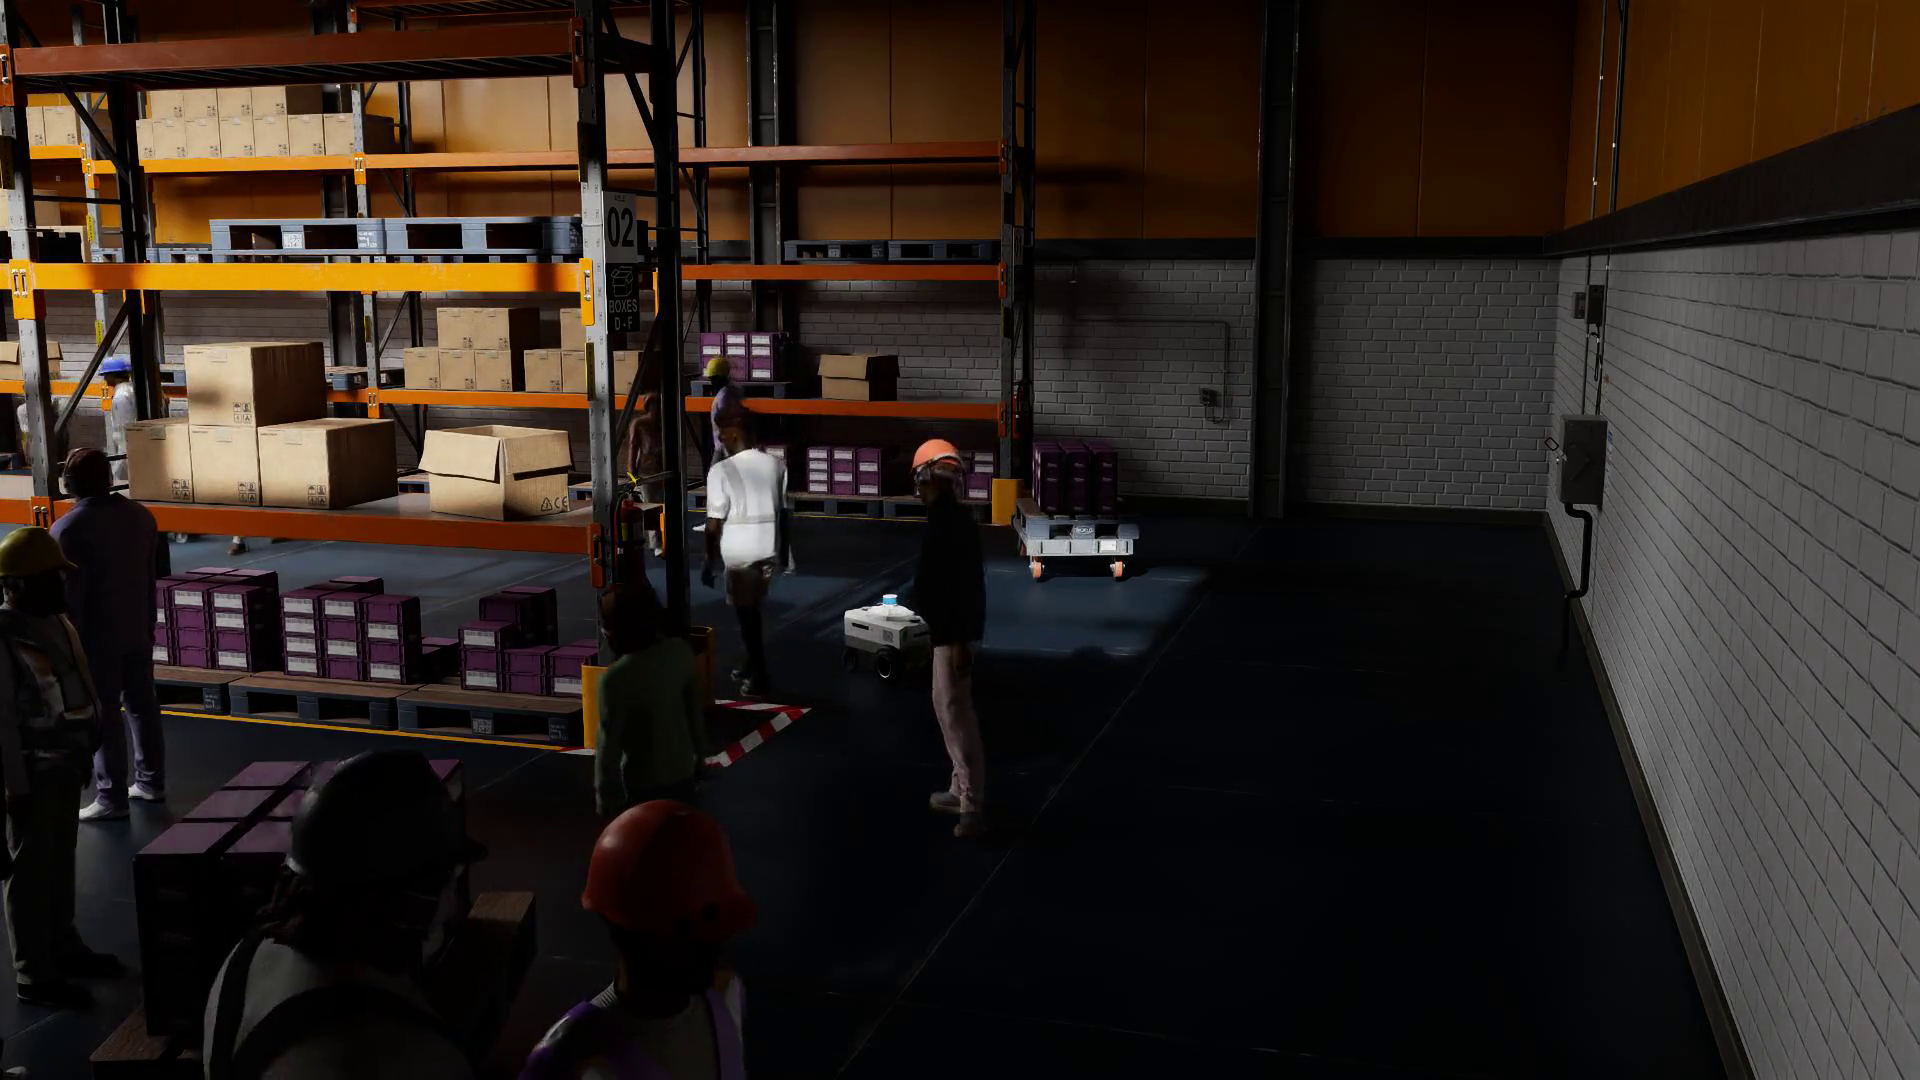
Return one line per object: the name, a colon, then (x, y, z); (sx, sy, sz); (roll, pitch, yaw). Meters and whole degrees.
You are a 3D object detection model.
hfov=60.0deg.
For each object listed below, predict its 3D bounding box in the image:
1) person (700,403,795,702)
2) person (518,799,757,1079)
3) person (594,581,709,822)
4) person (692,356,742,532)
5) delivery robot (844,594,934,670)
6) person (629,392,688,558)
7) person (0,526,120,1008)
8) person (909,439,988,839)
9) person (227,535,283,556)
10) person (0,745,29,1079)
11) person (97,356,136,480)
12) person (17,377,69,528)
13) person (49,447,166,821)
person: (-1.439, 0.065, 10.901); (0.651, 1.929, 0.776); (-9, 13, -43)
person: (-0.500, 1.379, 2.884); (0.375, 1.935, 0.551); (4, 10, 25)
person: (-1.210, 0.941, 6.504); (0.387, 1.611, 0.537); (6, 11, 33)
person: (-2.394, -1.009, 17.566); (0.850, 1.893, 0.602); (1, 9, 8)
delivery robot: (-0.480, 0.618, 11.441); (0.477, 0.478, 0.707); (-8, 12, -41)
person: (-2.899, -0.633, 16.167); (0.586, 1.600, 0.735); (-9, 13, -42)
person: (-3.512, 0.855, 6.395); (0.403, 1.835, 0.586); (-1, 9, -6)
person: (-0.047, 0.487, 8.321); (0.444, 1.944, 0.791); (0, 9, 1)
person: (-7.051, -0.815, 16.580); (0.589, 1.845, 0.971); (0, 9, 1)
person: (-3.420, 0.972, 5.414); (0.588, 1.922, 0.392); (-2, 10, -13)
person: (-8.630, -0.991, 17.516); (0.960, 1.893, 0.661); (-2, 10, -12)
person: (-9.017, -0.762, 16.354); (0.932, 1.802, 0.538); (6, 11, 33)
person: (-4.377, 0.477, 8.487); (0.399, 1.905, 0.643); (3, 10, 15)
